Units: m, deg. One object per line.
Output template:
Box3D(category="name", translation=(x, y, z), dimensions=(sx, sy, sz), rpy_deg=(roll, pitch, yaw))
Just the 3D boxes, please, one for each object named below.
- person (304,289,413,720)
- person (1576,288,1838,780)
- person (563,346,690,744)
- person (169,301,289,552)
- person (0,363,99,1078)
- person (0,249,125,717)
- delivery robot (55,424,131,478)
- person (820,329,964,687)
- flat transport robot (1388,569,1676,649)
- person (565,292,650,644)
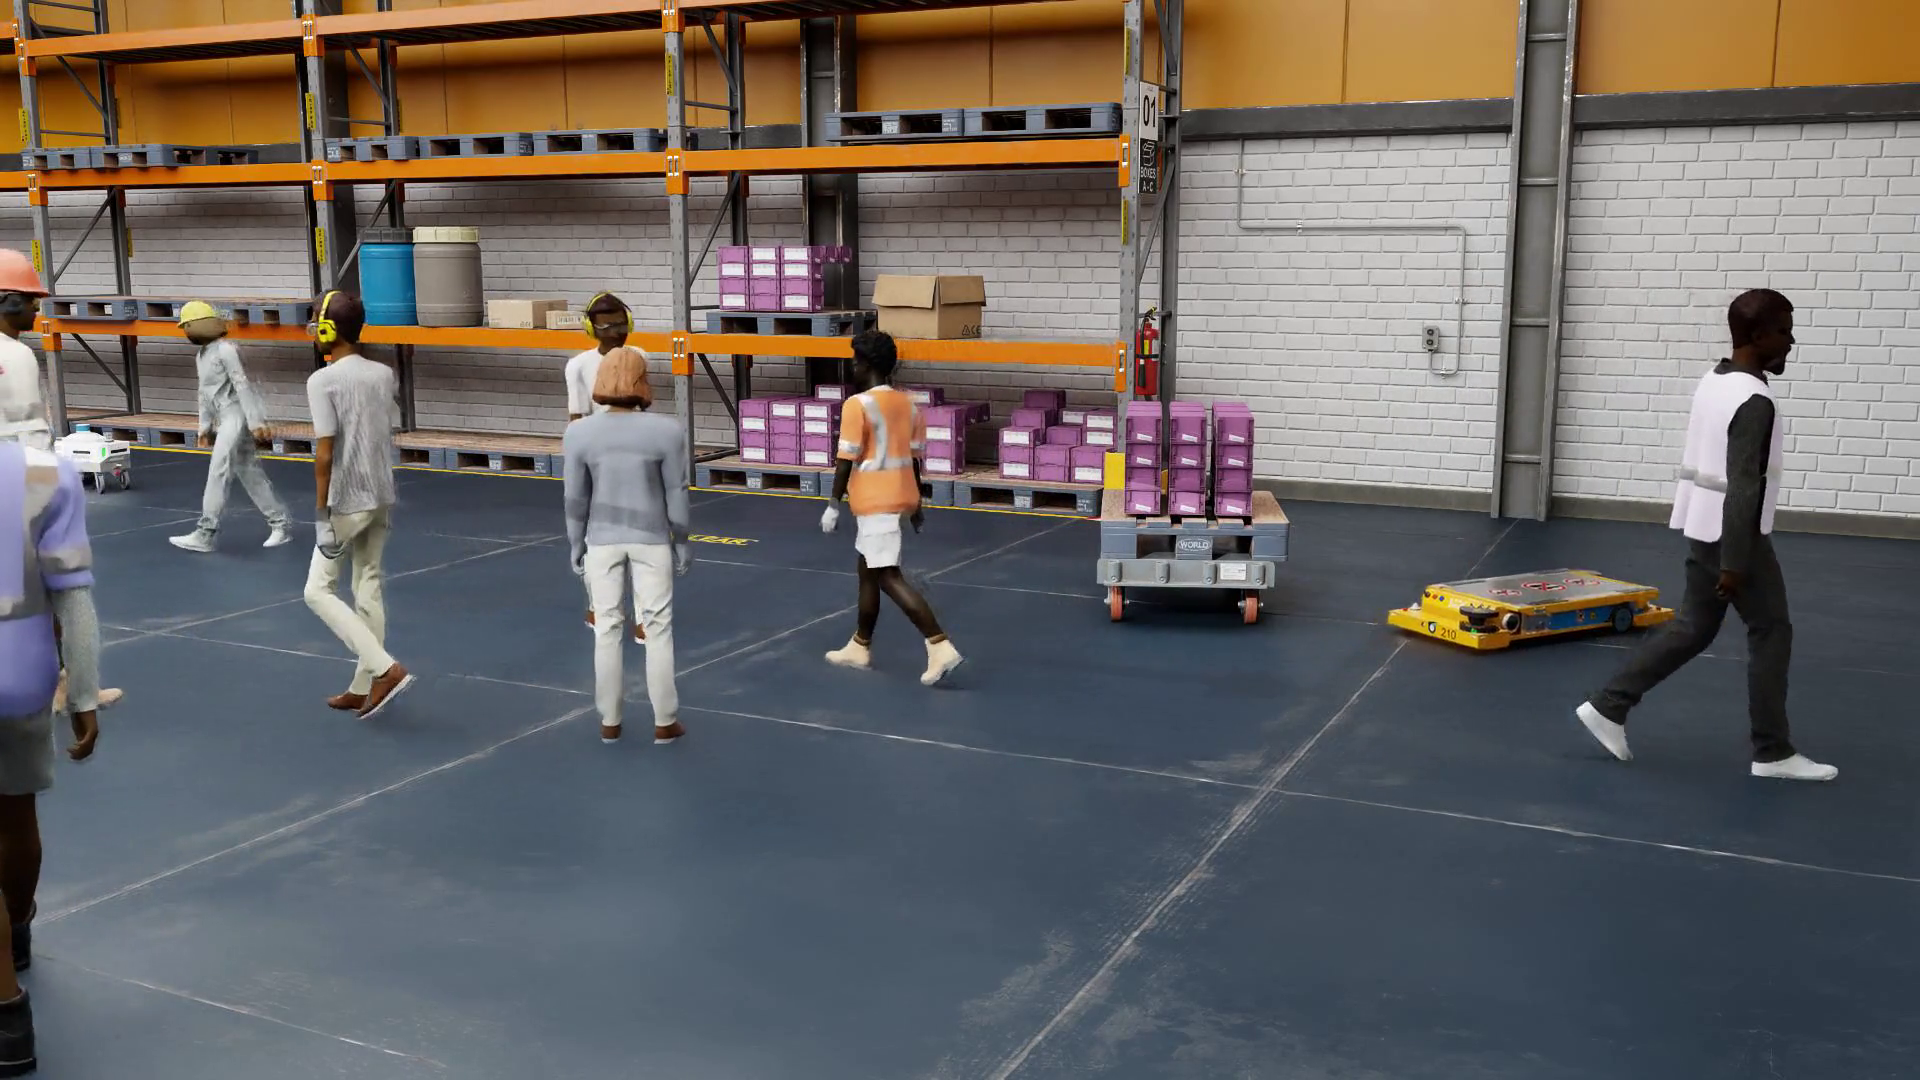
Box3D(category="person", translation=(-2.591, -0.140, 7.137), dimensions=(0.494, 1.857, 0.549), rpy_deg=(4, 11, 23))
Box3D(category="person", translation=(2.906, -0.018, 6.376), dimensions=(0.888, 1.887, 0.593), rpy_deg=(1, 10, 5))
Box3D(category="person", translation=(-1.353, 0.029, 6.813), dimensions=(0.505, 1.633, 0.267), rpy_deg=(0, 10, -2))
Box3D(category="person", translation=(-4.938, -0.763, 11.204), dimensions=(0.767, 1.674, 0.521), rpy_deg=(-7, 12, -36))
Box3D(category="person", translation=(-2.550, 0.348, 4.294), dimensions=(0.549, 1.881, 0.970), rpy_deg=(-8, 12, -37))
Box3D(category="person", translation=(-4.008, -0.193, 6.958), dimensions=(0.778, 2.025, 0.627), rpy_deg=(-9, 14, -43))
Box3D(category="delivery robot", translation=(-7.356, -0.732, 13.987), dimensions=(0.707, 0.478, 0.477), rpy_deg=(3, 10, 16))
Box3D(category="person", translation=(-0.300, -0.154, 7.791), dimensions=(0.826, 1.661, 0.552), rpy_deg=(5, 11, 28))
Box3D(category="flat transport robot", translation=(3.058, 0.350, 8.869), dimensions=(1.431, 0.197, 0.652), rpy_deg=(-5, 11, -27))
Box3D(category="person", translation=(-1.755, -0.355, 8.507), dimensions=(0.529, 1.799, 0.887), rpy_deg=(-8, 13, -38))
